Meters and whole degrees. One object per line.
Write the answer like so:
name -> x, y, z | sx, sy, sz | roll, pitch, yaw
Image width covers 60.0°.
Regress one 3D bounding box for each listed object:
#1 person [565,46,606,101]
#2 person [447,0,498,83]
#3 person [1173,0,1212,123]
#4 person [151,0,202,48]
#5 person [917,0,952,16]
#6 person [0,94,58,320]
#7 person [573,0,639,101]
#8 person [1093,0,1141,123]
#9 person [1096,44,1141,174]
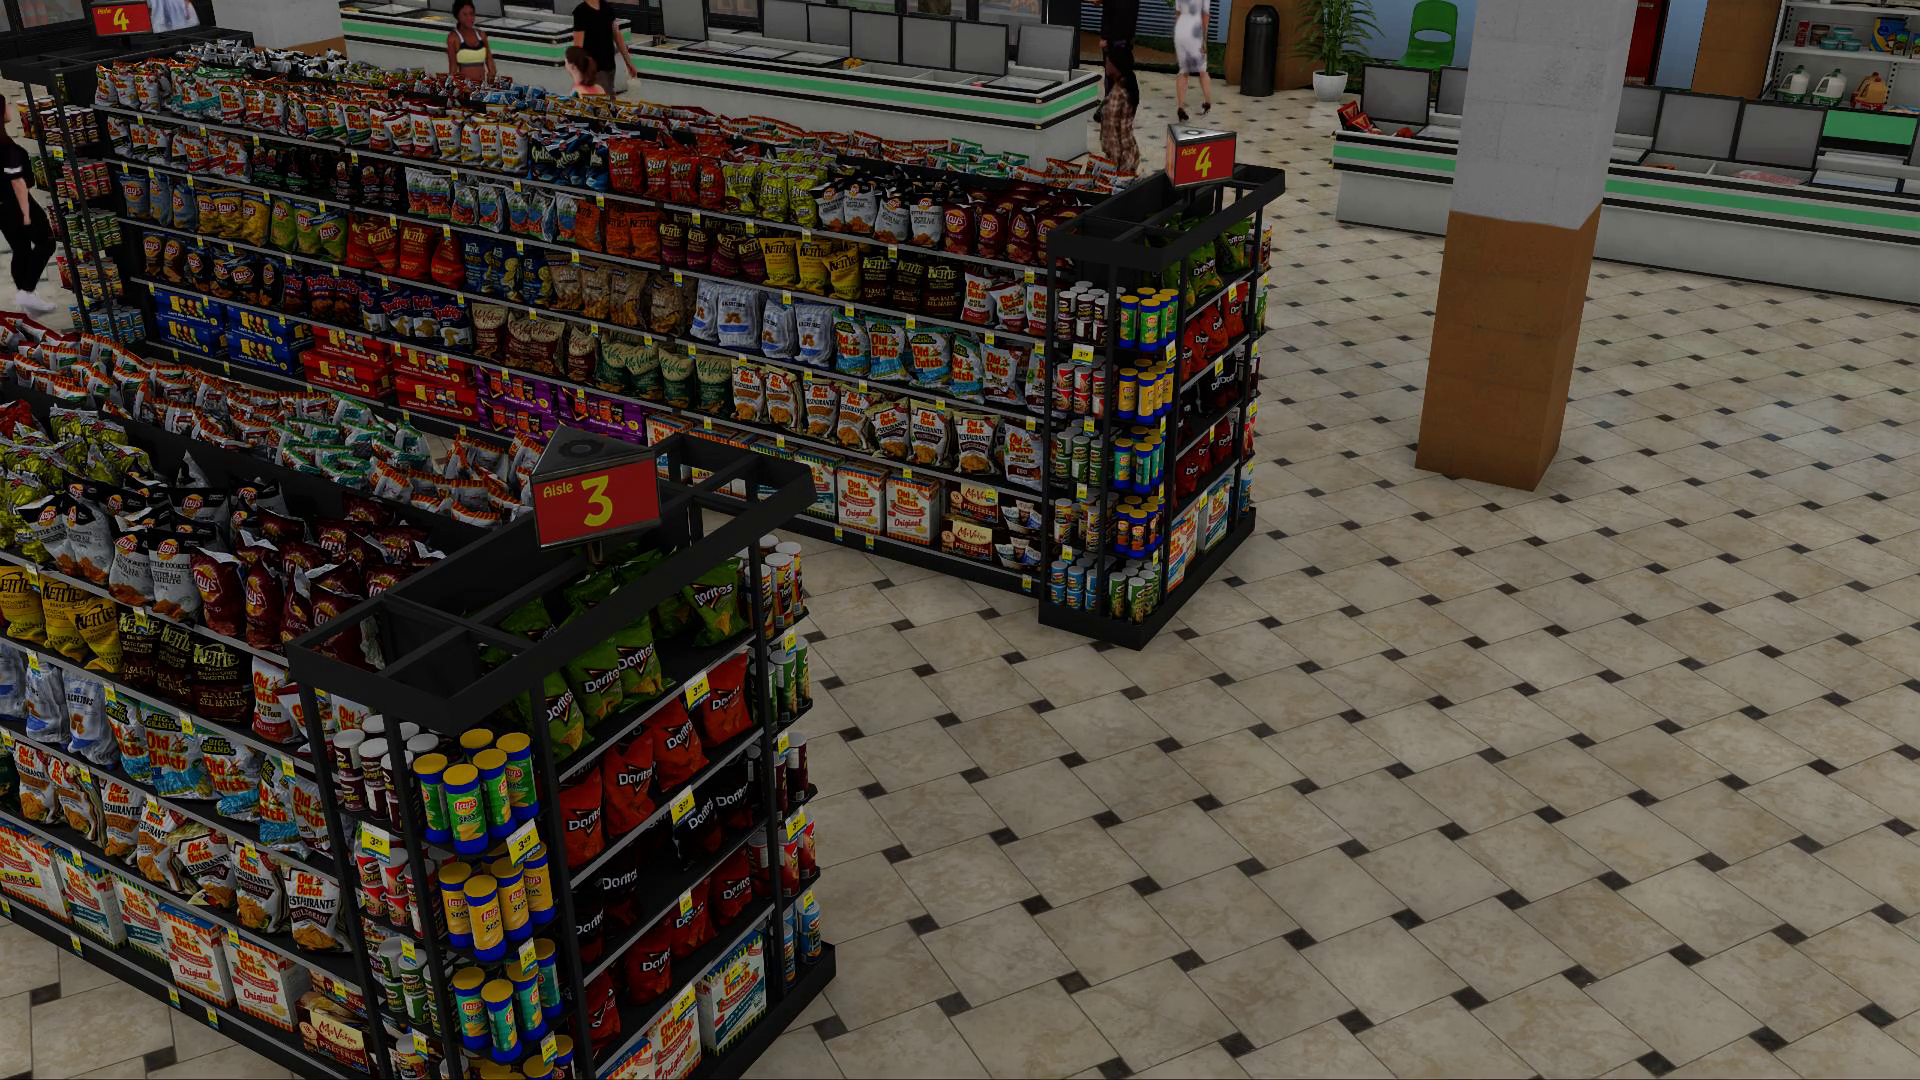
person -> -2.787, -2.919, 12.935 | 1.178, 1.705, 0.714 | 21, 34, 36
person -> -4.419, -3.980, 15.021 | 0.806, 1.711, 1.193 | -22, 34, -37
person -> 2.405, -5.280, 17.594 | 0.841, 1.701, 0.703 | 12, 29, 22
person -> -8.963, -5.976, 18.884 | 1.107, 1.776, 1.152 | -6, 27, -12
person -> -0.296, -6.159, 19.579 | 0.646, 1.474, 0.667 | -12, 29, -22
person -> -6.858, -2.365, 11.926 | 0.560, 1.629, 0.665 | 13, 30, 24
person -> -3.527, -4.498, 15.903 | 0.836, 1.836, 0.752 | 9, 28, 18
person -> 1.690, -5.359, 17.598 | 0.648, 1.839, 0.761 | 22, 34, 37
person -> 1.298, -2.866, 12.768 | 0.921, 1.762, 0.606 | 14, 30, 25
